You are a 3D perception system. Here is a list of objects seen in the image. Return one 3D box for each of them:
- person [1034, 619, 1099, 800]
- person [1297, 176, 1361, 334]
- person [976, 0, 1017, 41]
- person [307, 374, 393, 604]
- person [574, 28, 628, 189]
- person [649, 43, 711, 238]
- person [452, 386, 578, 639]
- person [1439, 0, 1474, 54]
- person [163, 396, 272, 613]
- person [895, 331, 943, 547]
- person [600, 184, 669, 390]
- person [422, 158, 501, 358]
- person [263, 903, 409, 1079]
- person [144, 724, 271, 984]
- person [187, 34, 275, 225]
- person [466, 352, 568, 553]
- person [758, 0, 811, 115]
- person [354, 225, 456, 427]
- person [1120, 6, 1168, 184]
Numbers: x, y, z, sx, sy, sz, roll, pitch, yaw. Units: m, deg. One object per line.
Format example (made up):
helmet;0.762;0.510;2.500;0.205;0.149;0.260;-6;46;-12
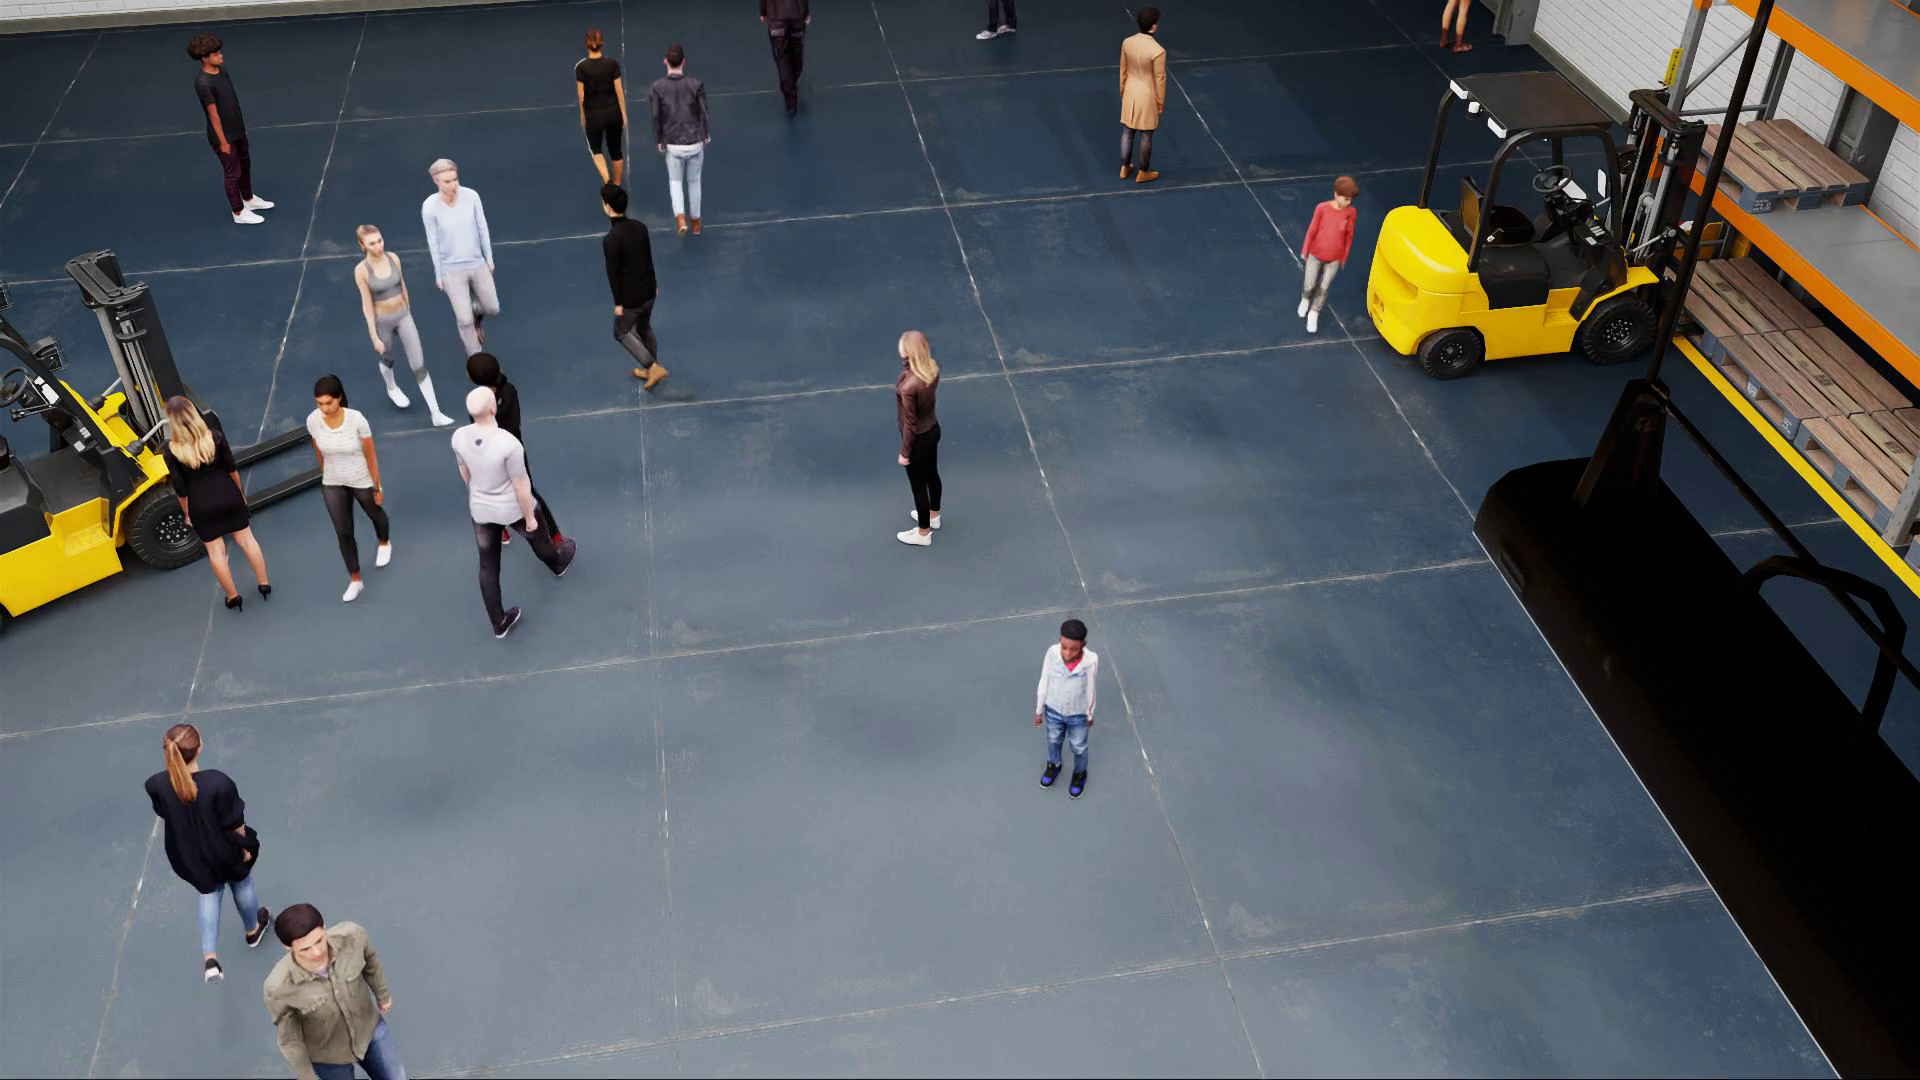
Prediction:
person;0.643;0.948;9.833;0.591;1.259;0.641;15;41;18
person;3.074;-2.440;13.959;0.650;1.404;0.710;8;39;10
person;0.554;-6.620;18.850;0.832;1.832;0.786;-12;40;-15
person;-4.110;-0.461;11.314;0.648;1.612;0.951;-2;39;-2
person;-3.353;-3.969;15.669;0.676;1.659;0.800;-14;41;-17
person;-2.489;-3.547;15.009;0.658;1.823;0.765;-5;39;-7
person;-3.007;-0.142;10.770;1.003;1.793;1.257;9;39;11
person;5.641;-6.313;18.556;0.720;1.719;0.591;-23;44;-26
person;-4.917;-0.232;10.974;0.613;1.678;0.604;-25;45;-28
person;-0.272;-0.709;11.551;0.733;1.703;0.629;16;41;19
person;-2.523;-1.941;13.094;0.935;1.703;0.877;19;43;23
person;-4.005;-2.198;13.276;0.898;1.877;1.067;-23;44;-26
person;-2.923;2.253;7.745;1.235;1.824;1.098;31;48;33
person;-3.893;1.660;8.615;0.694;1.666;0.908;-3;39;-3
person;-6.784;-3.804;15.366;0.716;1.779;0.574;3;39;3
person;-3.068;-0.548;11.398;1.108;1.642;1.042;24;45;27
person;-1.791;-5.362;17.267;0.751;1.841;1.240;-9;39;-11
person;-4.424;-1.667;12.790;1.171;1.654;1.007;31;48;33
person;1.742;-4.285;16.010;0.757;1.727;0.819;24;45;27
